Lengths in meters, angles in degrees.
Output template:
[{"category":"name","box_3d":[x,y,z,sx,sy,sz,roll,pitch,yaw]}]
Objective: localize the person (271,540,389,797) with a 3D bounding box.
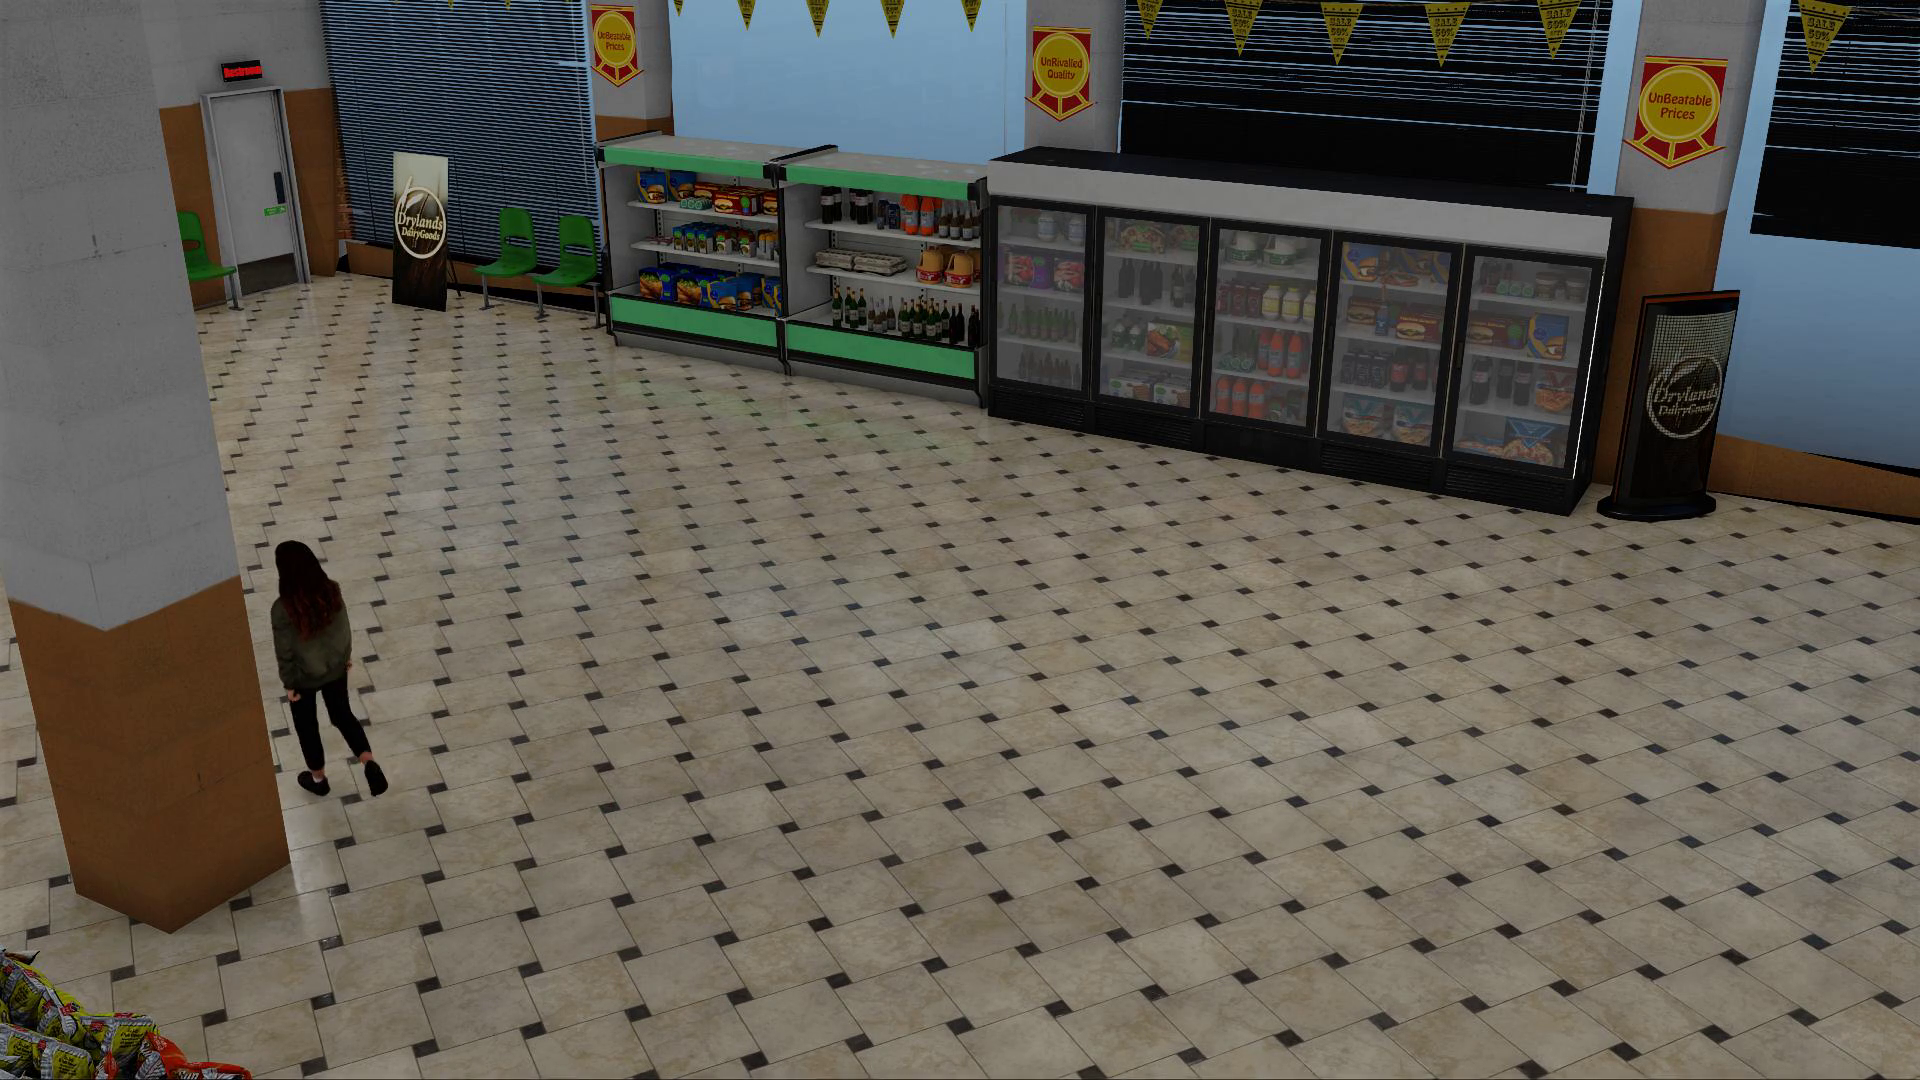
[{"category":"person","box_3d":[-3.283,0.700,8.609,0.905,1.461,0.678,17,27,36]}]
